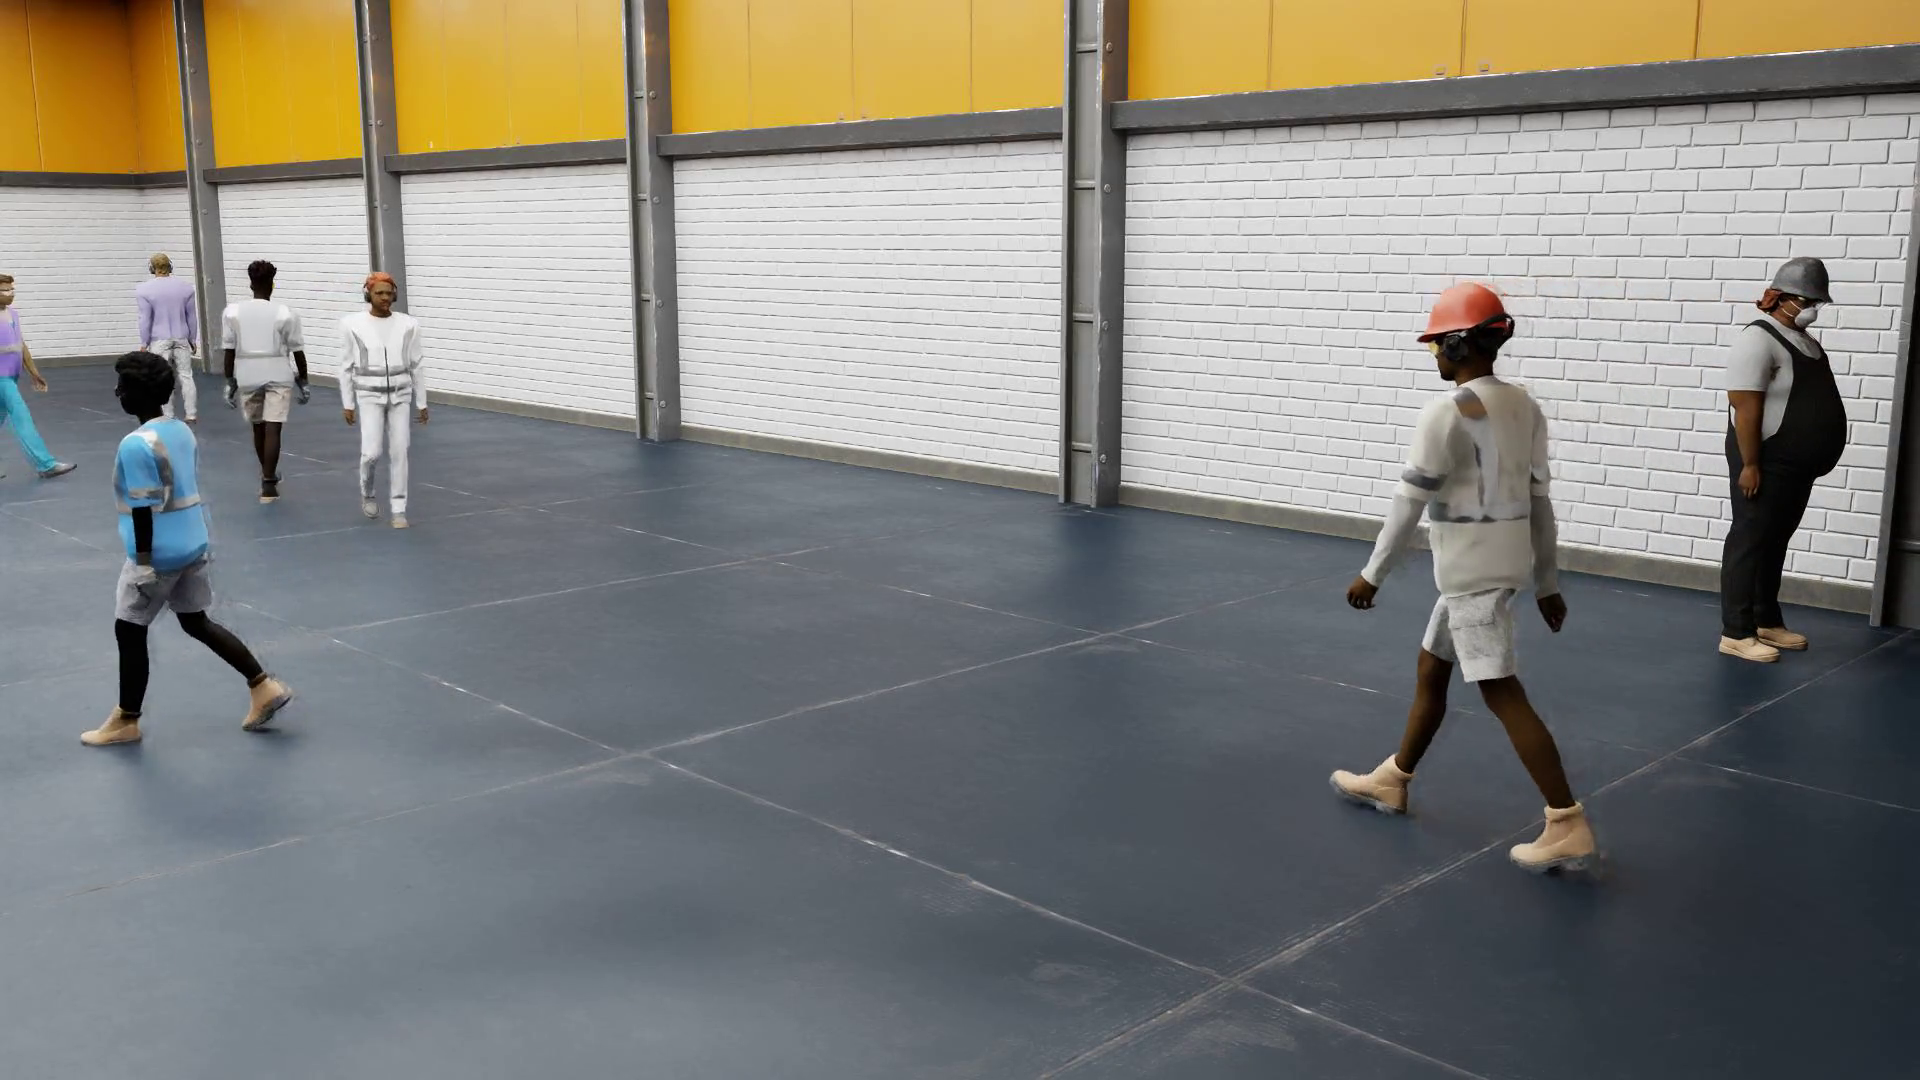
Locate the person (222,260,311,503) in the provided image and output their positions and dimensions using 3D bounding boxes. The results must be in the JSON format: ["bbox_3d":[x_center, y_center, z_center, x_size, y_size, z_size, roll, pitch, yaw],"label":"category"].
[{"bbox_3d":[-5.616,-1.302,13.552,0.621,1.919,0.949,-1,10,-8],"label":"person"}]

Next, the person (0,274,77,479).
[{"bbox_3d":[-8.294,-1.417,14.538,0.959,1.793,0.595,-1,10,-8],"label":"person"}]

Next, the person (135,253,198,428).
[{"bbox_3d":[-8.726,-2.182,18.339,0.627,1.933,0.371,-10,15,-44],"label":"person"}]

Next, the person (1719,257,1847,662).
[{"bbox_3d":[4.179,-0.417,8.418,0.673,2.000,0.535,-9,14,-41],"label":"person"}]

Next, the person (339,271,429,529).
[{"bbox_3d":[-4.199,-1.014,12.126,0.592,1.871,0.474,-6,12,-30],"label":"person"}]

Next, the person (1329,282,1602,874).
[{"bbox_3d":[1.803,0.114,5.742,1.113,1.984,0.612,10,14,42],"label":"person"}]

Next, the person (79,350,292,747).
[{"bbox_3d":[-3.286,0.038,6.955,0.796,1.670,0.540,0,10,-1],"label":"person"}]
